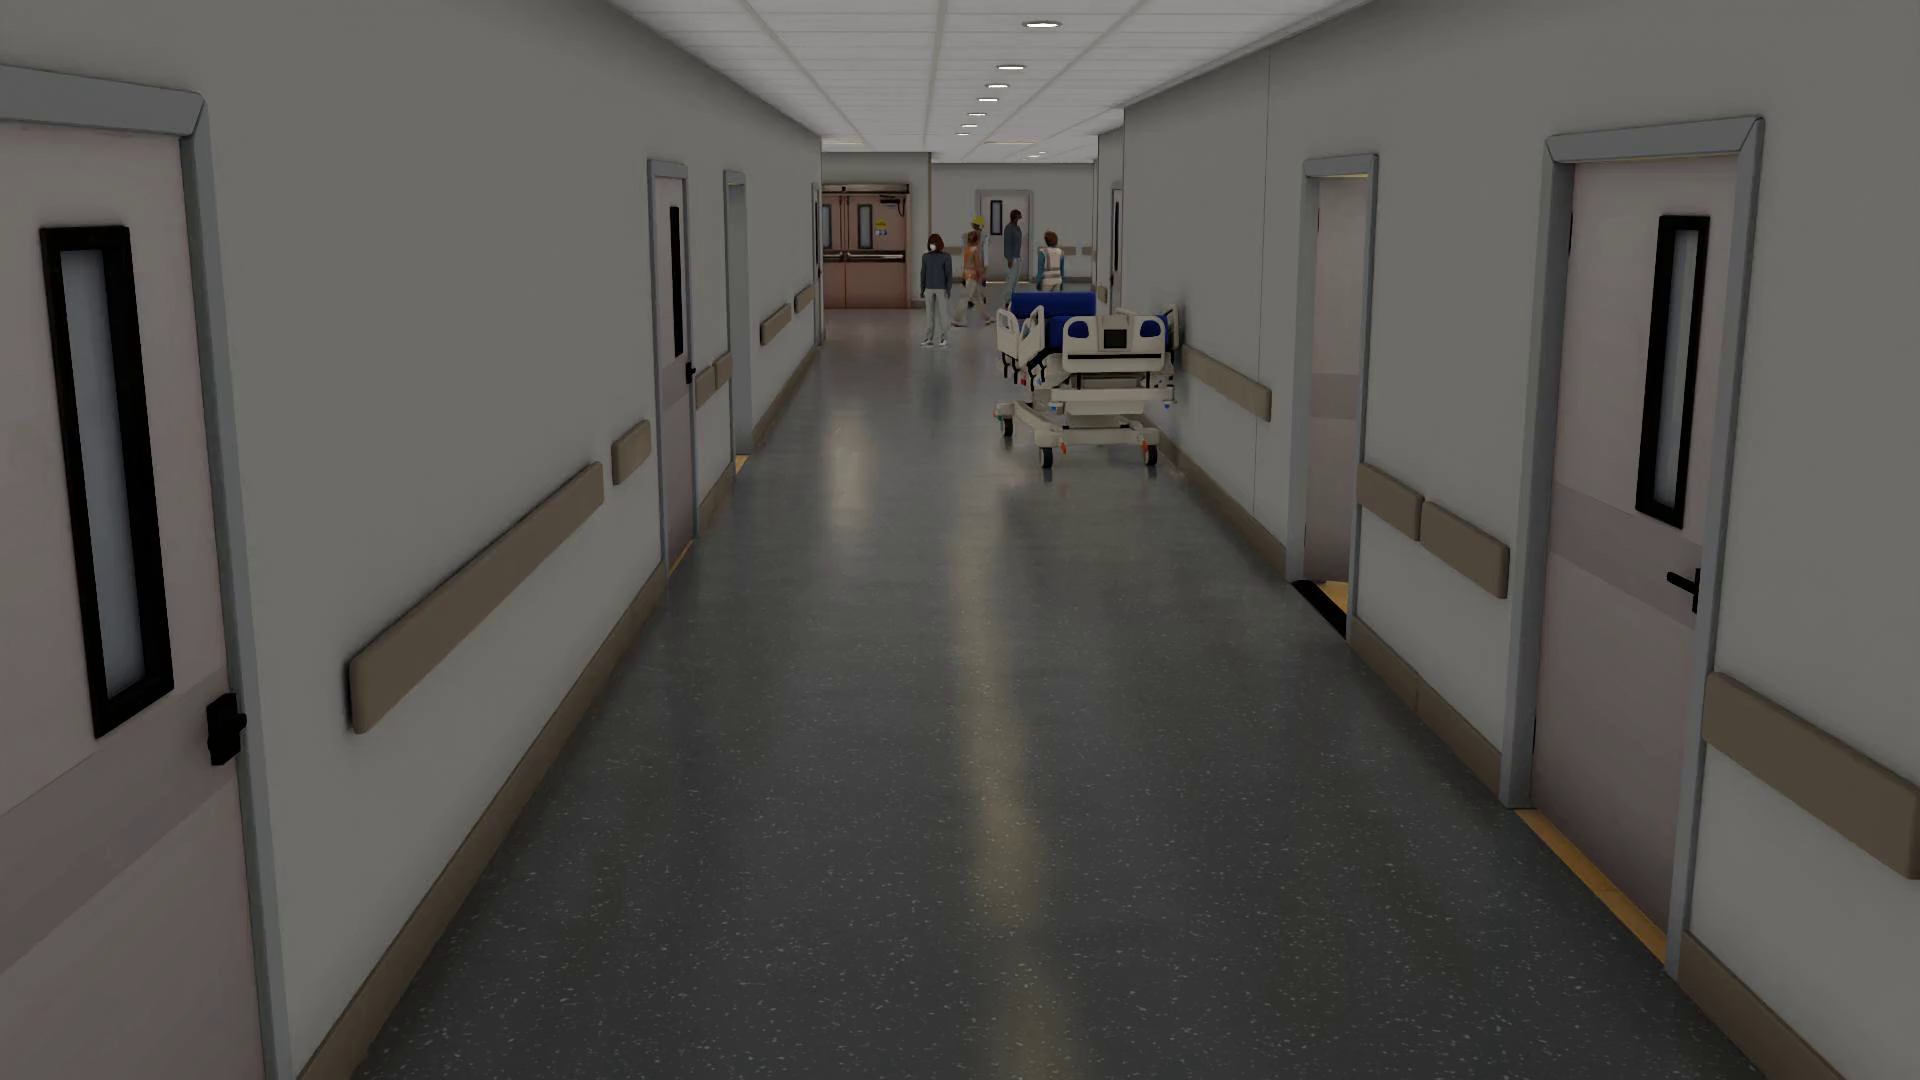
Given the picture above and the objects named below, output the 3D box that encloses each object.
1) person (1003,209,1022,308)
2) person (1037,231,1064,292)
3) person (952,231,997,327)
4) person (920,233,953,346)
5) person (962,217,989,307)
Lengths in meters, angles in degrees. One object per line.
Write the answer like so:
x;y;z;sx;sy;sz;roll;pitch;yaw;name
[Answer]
1.046;-5.531;32.731;0.370;1.929;0.636;4;12;20;person
1.414;-4.041;26.195;0.542;1.623;0.366;-8;14;-36;person
0.252;-4.378;27.918;0.878;1.583;0.541;-4;12;-19;person
-0.352;-3.637;24.219;0.509;1.631;0.266;6;13;27;person
0.317;-5.529;33.098;0.577;1.770;0.945;3;12;16;person
